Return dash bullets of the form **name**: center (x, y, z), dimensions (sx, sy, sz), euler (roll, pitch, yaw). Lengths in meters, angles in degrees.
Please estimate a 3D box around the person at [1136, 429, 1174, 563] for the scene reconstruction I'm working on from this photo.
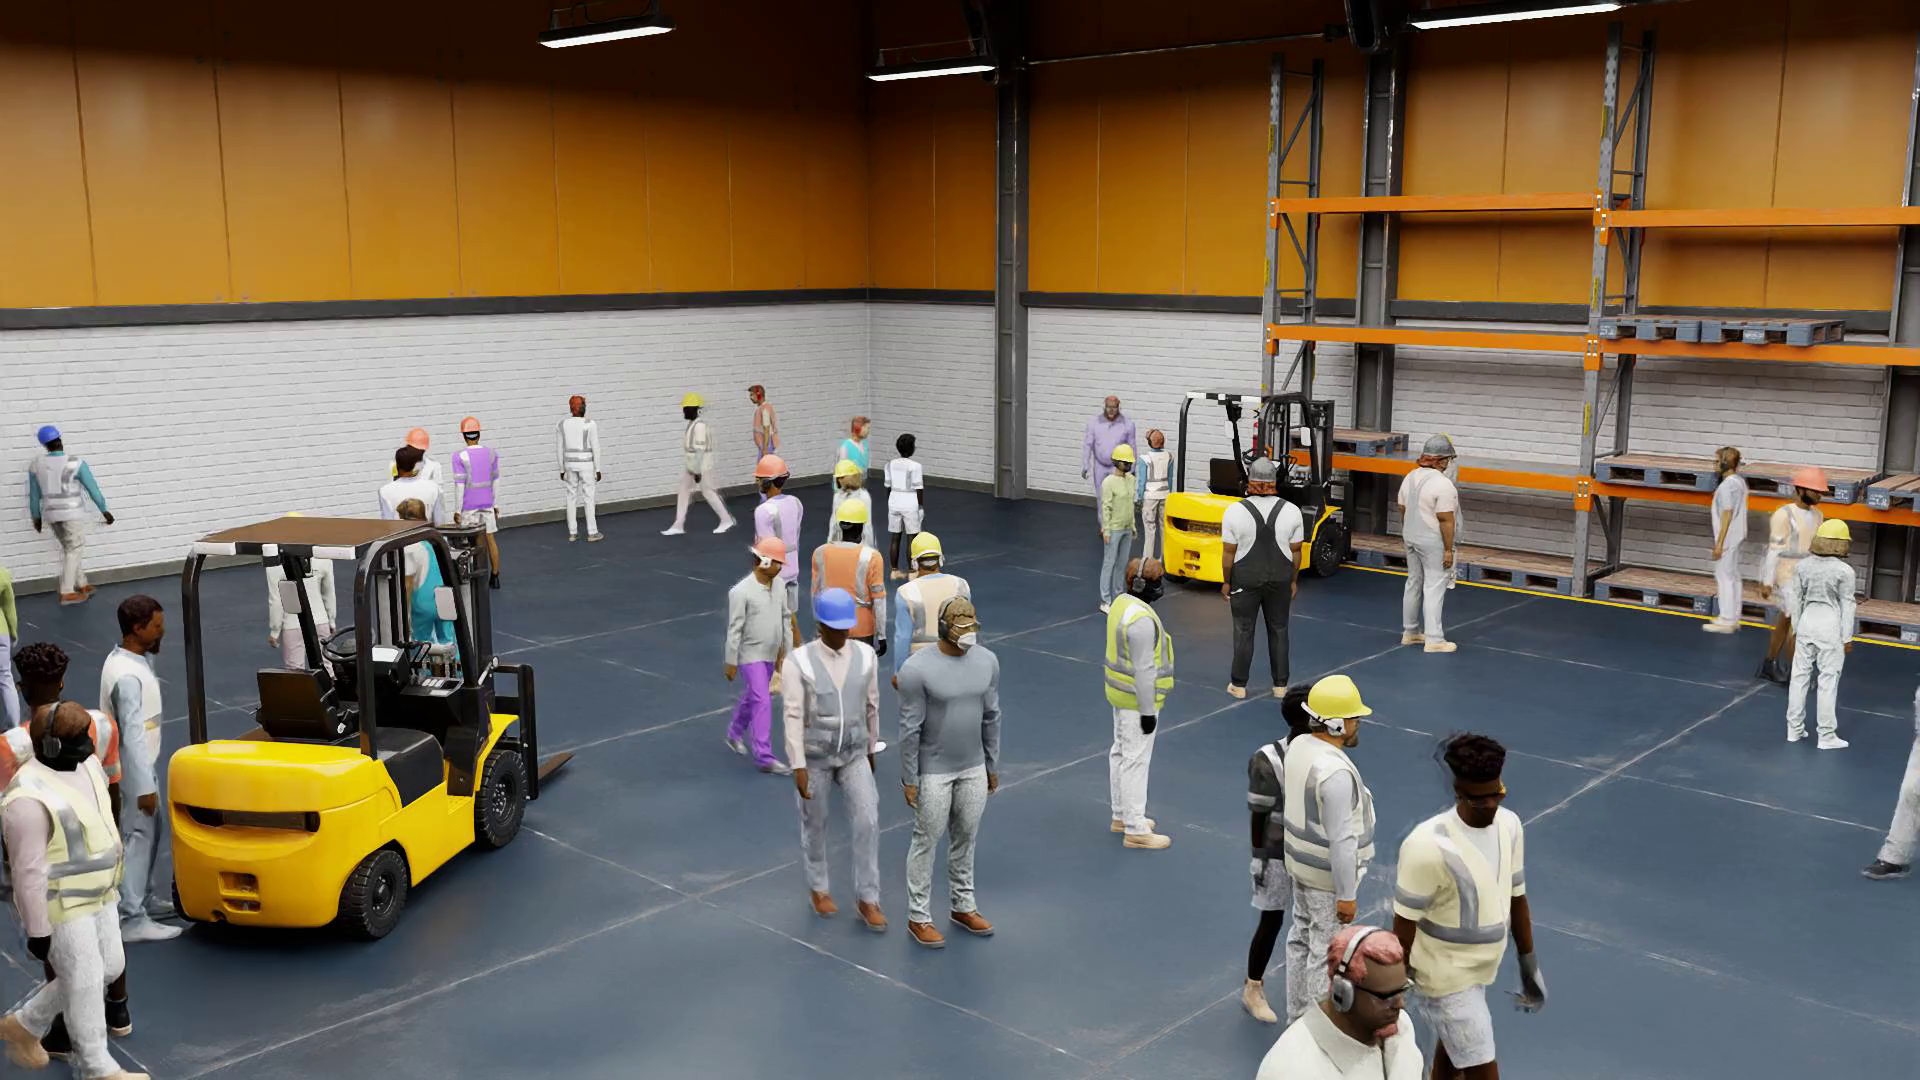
- **person**: center (2.308, -0.491, 19.683), dimensions (0.511, 1.640, 0.308), euler (-6, 12, -32)

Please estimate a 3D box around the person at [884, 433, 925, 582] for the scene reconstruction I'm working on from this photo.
- **person**: center (-0.612, -0.355, 18.746), dimensions (0.540, 1.695, 0.317), euler (8, 13, 37)

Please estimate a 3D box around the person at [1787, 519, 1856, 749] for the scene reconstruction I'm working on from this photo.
- **person**: center (6.542, 0.704, 12.603), dimensions (0.312, 1.737, 0.483), euler (-6, 11, -29)

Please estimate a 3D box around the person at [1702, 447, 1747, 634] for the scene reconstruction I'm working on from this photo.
- **person**: center (7.518, 0.007, 16.327), dimensions (0.398, 1.833, 0.532), euler (8, 13, 39)

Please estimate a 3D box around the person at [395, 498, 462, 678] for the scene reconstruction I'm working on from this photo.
- **person**: center (-4.201, 0.549, 13.338), dimensions (0.835, 1.799, 0.542), euler (7, 12, 34)

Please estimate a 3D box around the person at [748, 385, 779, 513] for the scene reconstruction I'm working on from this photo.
- **person**: center (-2.831, -1.315, 23.863), dimensions (0.465, 1.826, 0.590), euler (-2, 10, -14)

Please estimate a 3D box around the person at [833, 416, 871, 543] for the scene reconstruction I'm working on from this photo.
- **person**: center (-1.239, -0.538, 19.471), dimensions (0.653, 1.806, 0.693), euler (4, 11, 22)

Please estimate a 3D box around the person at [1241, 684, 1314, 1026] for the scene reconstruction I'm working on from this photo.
- **person**: center (1.626, 1.513, 8.126), dimensions (0.542, 1.683, 0.320), euler (-5, 11, -26)

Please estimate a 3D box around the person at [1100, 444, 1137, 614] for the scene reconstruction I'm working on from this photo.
- **person**: center (1.661, -0.112, 17.171), dimensions (0.325, 1.765, 0.534), euler (9, 13, 41)

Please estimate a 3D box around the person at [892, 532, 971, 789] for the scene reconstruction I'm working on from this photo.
- **person**: center (-0.210, 0.849, 11.530), dimensions (0.586, 1.823, 0.403), euler (-6, 11, -30)

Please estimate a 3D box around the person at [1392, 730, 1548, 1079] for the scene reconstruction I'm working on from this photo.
- **person**: center (1.983, 1.679, 6.484), dimensions (0.538, 1.939, 0.578), euler (7, 12, 36)

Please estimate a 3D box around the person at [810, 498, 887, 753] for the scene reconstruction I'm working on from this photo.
- **person**: center (-0.810, 0.647, 12.383), dimensions (0.594, 1.924, 0.382), euler (4, 11, 22)

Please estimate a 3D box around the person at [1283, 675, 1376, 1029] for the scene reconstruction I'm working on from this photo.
- **person**: center (1.703, 1.518, 7.692), dimensions (0.403, 1.833, 0.586), euler (-2, 10, -10)

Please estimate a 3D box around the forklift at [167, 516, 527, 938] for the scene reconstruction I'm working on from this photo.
- **forklift**: center (-3.583, 0.976, 9.748), dimensions (1.214, 2.155, 2.313), euler (2, 10, 11)

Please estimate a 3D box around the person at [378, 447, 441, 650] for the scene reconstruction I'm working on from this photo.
- **person**: center (-5.148, 0.081, 15.644), dimensions (0.597, 1.917, 0.376), euler (-10, 14, -43)

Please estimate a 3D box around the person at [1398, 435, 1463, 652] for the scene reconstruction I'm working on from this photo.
- **person**: center (4.463, 0.018, 15.642), dimensions (0.536, 2.000, 0.688), euler (-4, 11, -20)

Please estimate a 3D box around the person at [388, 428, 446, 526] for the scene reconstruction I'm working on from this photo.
- **person**: center (-5.686, -0.226, 17.401), dimensions (0.597, 1.907, 0.460), euler (-5, 11, -24)

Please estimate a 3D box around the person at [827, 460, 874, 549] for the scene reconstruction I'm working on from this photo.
- **person**: center (-1.135, 0.085, 16.141), dimensions (0.619, 1.723, 0.499), euler (-10, 14, -44)

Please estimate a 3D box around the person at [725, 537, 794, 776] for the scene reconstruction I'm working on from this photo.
- **person**: center (-1.489, 0.811, 12.148), dimensions (0.822, 1.691, 0.568), euler (6, 12, 31)

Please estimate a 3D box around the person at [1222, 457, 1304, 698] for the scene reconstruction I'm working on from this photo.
- **person**: center (2.511, 0.311, 13.975), dimensions (0.678, 2.000, 0.537), euler (0, 10, 0)

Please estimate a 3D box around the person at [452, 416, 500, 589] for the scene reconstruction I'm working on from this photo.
- **person**: center (-5.332, -0.393, 18.290), dimensions (0.374, 1.929, 0.551), euler (9, 13, 42)

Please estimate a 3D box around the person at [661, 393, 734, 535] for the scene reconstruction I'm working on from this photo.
- **person**: center (-3.445, -1.000, 21.900), dimensions (0.964, 1.886, 0.598), euler (-4, 11, -24)

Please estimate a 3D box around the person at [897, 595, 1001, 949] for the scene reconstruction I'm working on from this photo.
- **person**: center (-0.052, 1.240, 9.009), dimensions (0.627, 1.932, 0.373), euler (-6, 12, -32)

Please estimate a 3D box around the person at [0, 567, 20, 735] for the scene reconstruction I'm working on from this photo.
- **person**: center (-7.415, 0.753, 12.644), dimensions (0.304, 1.620, 0.520), euler (5, 11, 26)

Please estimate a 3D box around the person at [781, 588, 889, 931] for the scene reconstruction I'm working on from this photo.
- **person**: center (-0.666, 1.218, 9.171), dimensions (0.610, 1.908, 0.801), euler (-4, 11, -23)

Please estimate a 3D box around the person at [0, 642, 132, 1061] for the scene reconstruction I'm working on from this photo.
- **person**: center (-4.193, 1.438, 7.764), dimensions (0.366, 1.964, 0.610), euler (6, 11, 29)

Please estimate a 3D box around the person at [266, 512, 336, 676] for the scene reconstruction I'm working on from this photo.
- **person**: center (-5.051, 0.662, 12.769), dimensions (0.328, 1.762, 0.533), euler (9, 13, 42)

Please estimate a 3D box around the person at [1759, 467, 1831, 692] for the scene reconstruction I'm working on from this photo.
- **person**: center (7.210, 0.337, 14.187), dimensions (0.584, 1.909, 0.759), euler (-5, 11, -28)

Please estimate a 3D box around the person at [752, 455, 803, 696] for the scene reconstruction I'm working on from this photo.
- **person**: center (-1.564, 0.297, 14.043), dimensions (0.387, 2.045, 0.605), euler (5, 11, 25)

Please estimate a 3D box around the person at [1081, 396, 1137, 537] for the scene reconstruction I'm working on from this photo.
- **person**: center (1.917, -0.922, 21.494), dimensions (0.668, 1.871, 0.887), euler (2, 10, 13)

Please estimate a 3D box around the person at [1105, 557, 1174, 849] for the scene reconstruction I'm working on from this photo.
- **person**: center (1.135, 1.015, 10.542), dimensions (0.430, 1.841, 0.624), euler (-1, 10, -7)

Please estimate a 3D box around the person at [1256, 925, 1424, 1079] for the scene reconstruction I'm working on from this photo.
- **person**: center (1.109, 2.001, 4.747), dimensions (0.652, 1.904, 0.401), euler (-9, 14, -43)

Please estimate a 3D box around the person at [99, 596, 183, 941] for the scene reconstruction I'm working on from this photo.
- **person**: center (-4.493, 1.244, 9.057), dimensions (0.421, 1.904, 0.646), euler (-5, 11, -25)

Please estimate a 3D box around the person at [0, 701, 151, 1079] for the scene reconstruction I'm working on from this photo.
- **person**: center (-3.971, 1.585, 7.327), dimensions (0.594, 1.823, 0.635), euler (-1, 10, -4)

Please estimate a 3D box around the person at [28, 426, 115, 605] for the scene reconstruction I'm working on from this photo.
- **person**: center (-9.444, -0.276, 17.720), dimensions (0.682, 1.902, 0.645), euler (2, 10, 11)

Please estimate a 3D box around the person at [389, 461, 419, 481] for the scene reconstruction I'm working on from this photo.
- **person**: center (-5.289, 0.096, 15.985), dimensions (0.329, 1.766, 0.532), euler (0, 10, -1)

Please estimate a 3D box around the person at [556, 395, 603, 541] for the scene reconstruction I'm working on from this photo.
- **person**: center (-4.898, -0.921, 21.430), dimensions (0.572, 1.886, 0.355), euler (2, 10, 10)

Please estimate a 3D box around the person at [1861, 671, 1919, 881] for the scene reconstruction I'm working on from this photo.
- **person**: center (5.905, 1.158, 9.867), dimensions (0.923, 1.793, 0.584), euler (-3, 10, -17)

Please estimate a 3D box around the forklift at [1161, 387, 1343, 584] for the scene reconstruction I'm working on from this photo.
- **forklift**: center (3.298, -0.608, 18.767), dimensions (1.214, 2.155, 2.313), euler (9, 13, 42)
